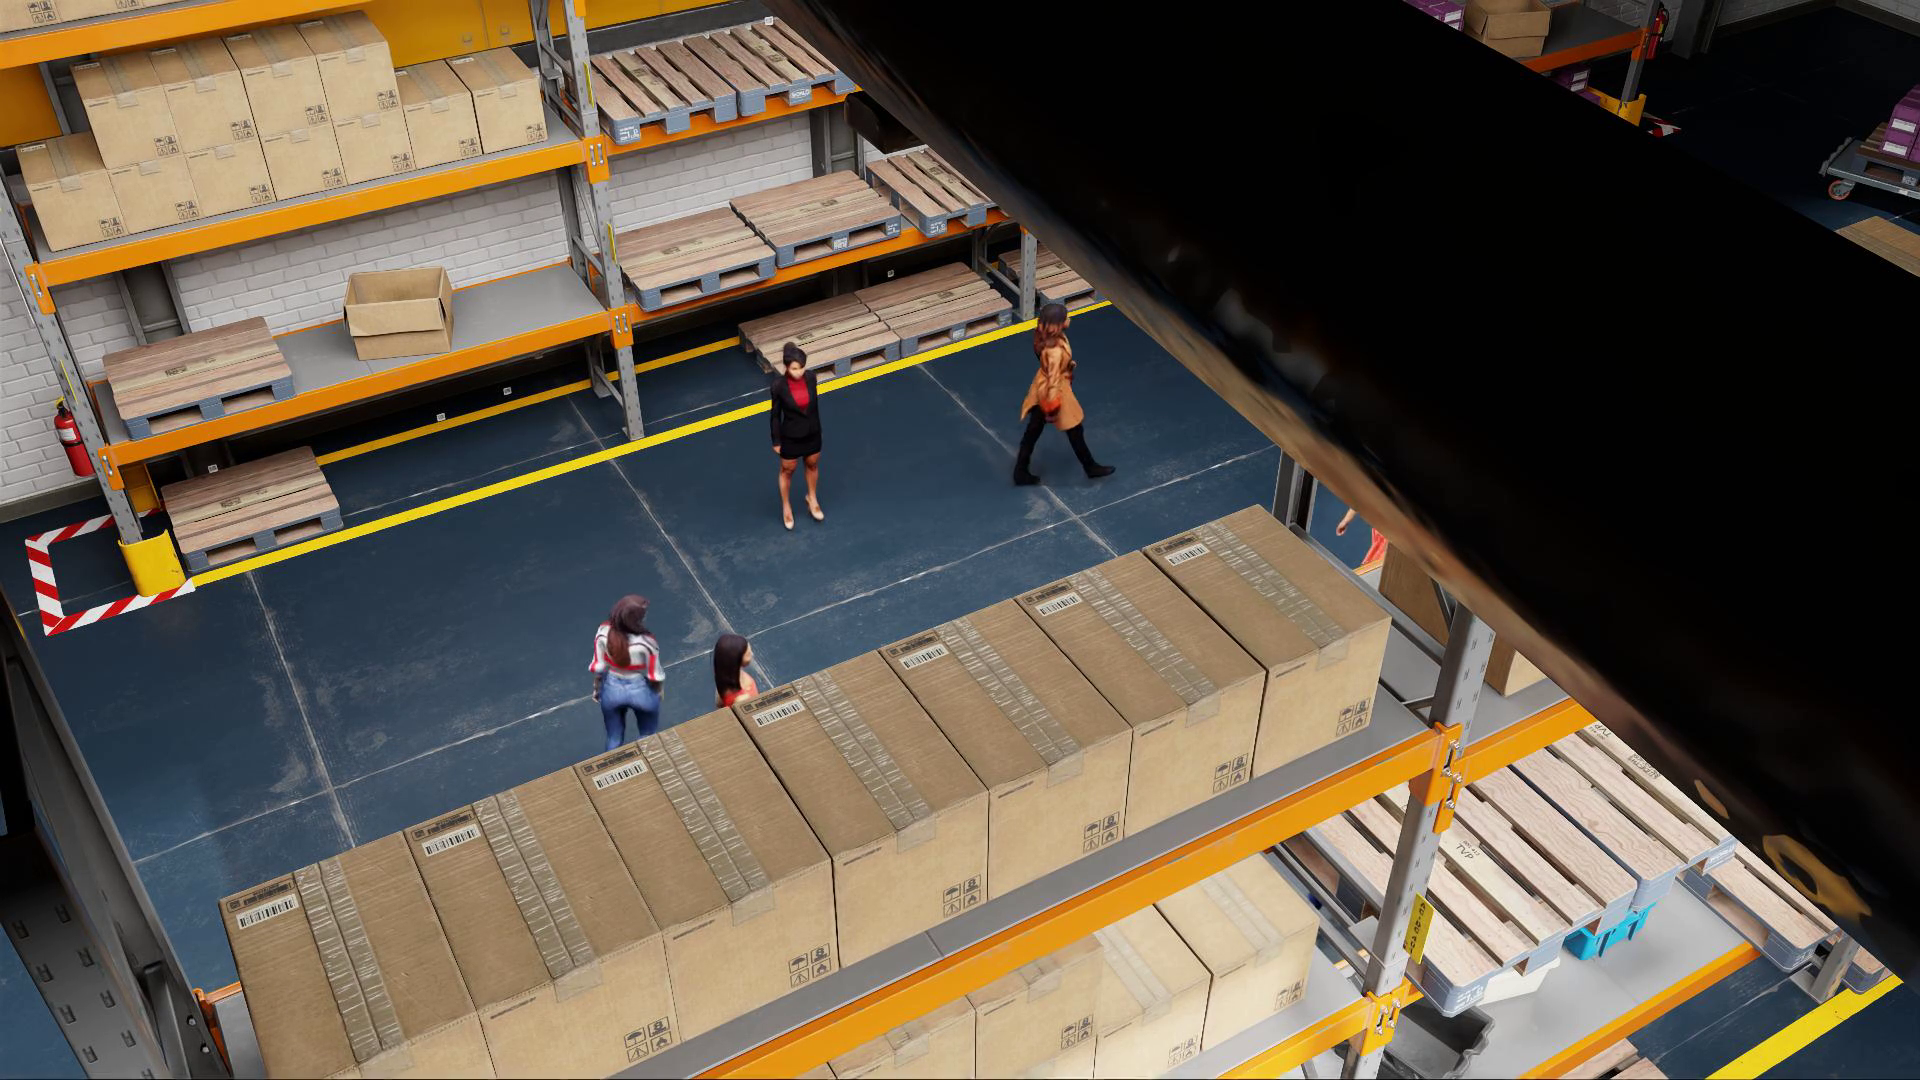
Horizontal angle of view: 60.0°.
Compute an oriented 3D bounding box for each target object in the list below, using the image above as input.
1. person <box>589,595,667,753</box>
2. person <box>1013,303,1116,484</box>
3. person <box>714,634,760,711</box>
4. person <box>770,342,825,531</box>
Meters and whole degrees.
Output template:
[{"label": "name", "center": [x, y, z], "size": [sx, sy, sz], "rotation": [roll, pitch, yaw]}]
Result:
[{"label": "person", "center": [-2.207, 1.006, 10.803], "size": [0.740, 1.596, 0.857], "rotation": [-2, 39, -3]}, {"label": "person", "center": [0.645, -1.137, 13.413], "size": [1.194, 1.688, 0.979], "rotation": [-5, 39, -6]}, {"label": "person", "center": [-1.363, 1.260, 10.388], "size": [0.504, 1.719, 0.595], "rotation": [-21, 43, -25]}, {"label": "person", "center": [-1.263, -0.802, 13.032], "size": [0.533, 1.640, 0.632], "rotation": [-18, 42, -21]}]
